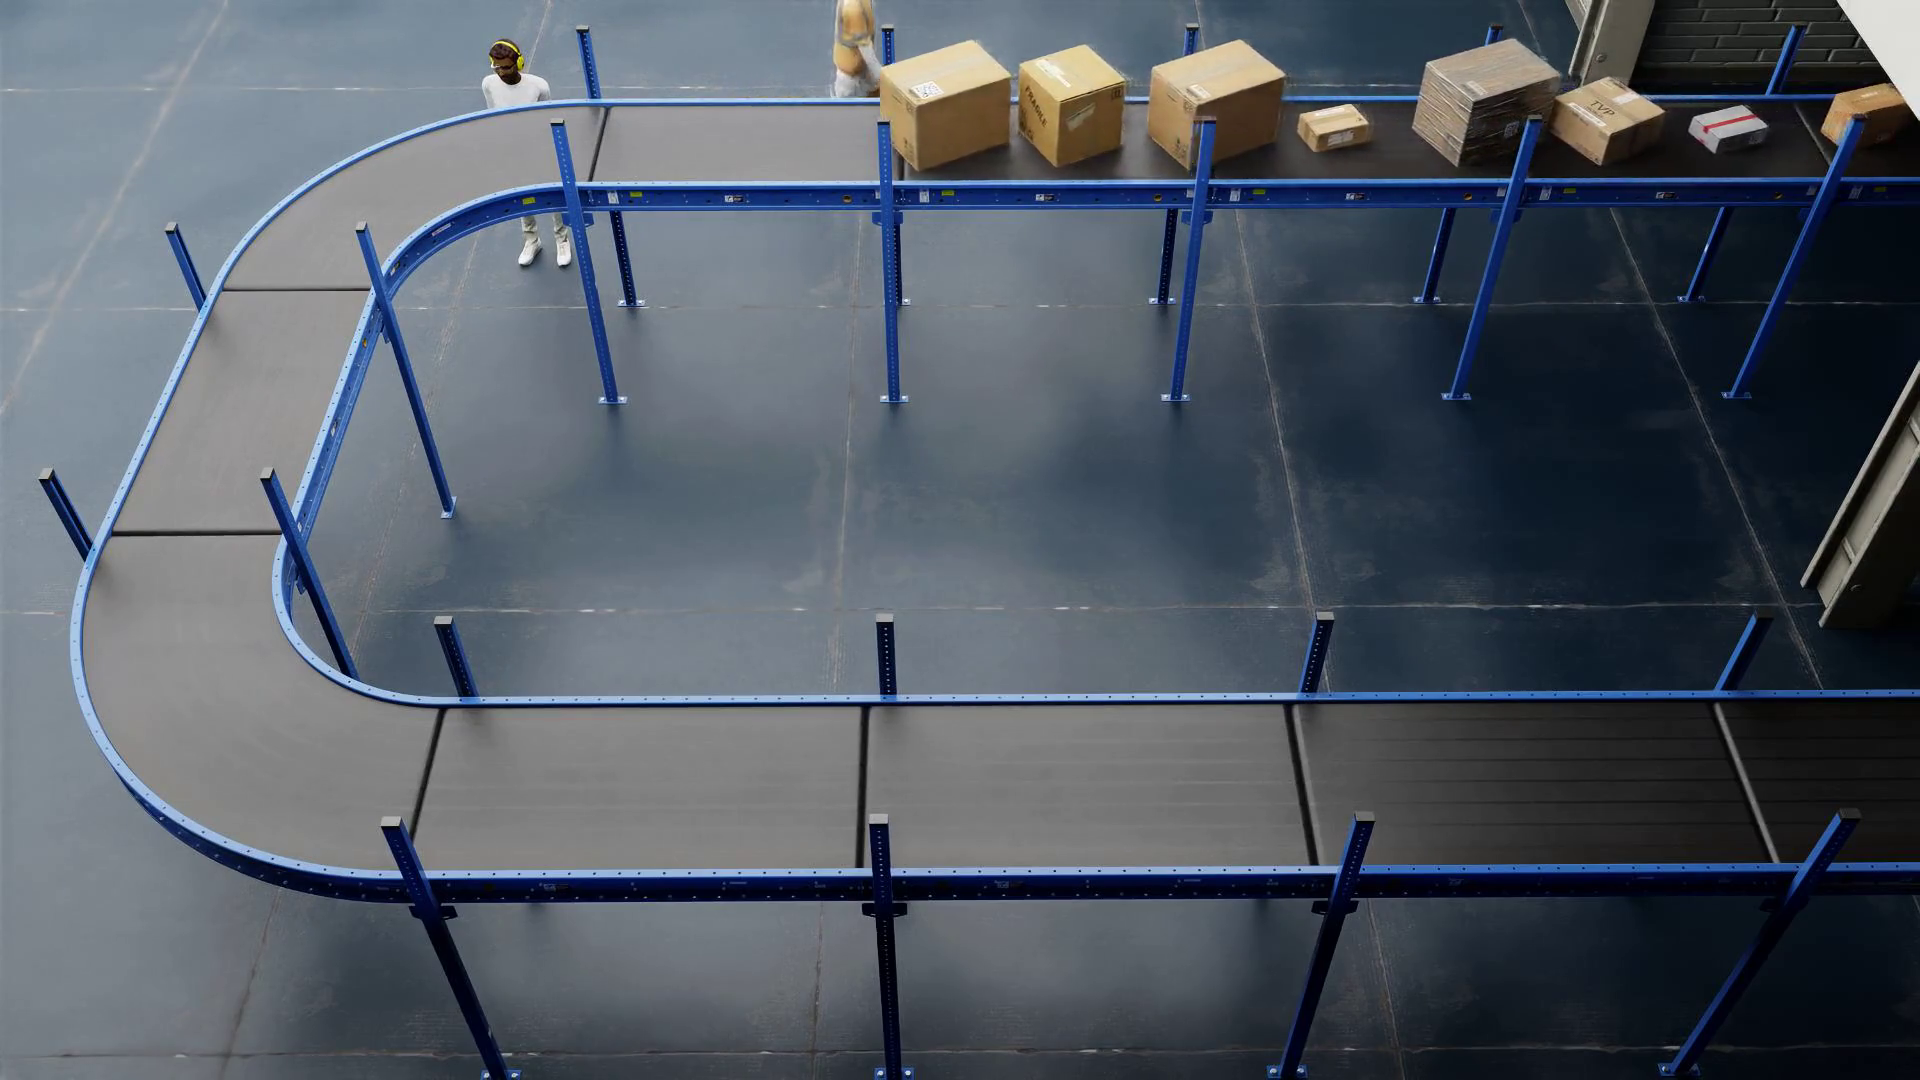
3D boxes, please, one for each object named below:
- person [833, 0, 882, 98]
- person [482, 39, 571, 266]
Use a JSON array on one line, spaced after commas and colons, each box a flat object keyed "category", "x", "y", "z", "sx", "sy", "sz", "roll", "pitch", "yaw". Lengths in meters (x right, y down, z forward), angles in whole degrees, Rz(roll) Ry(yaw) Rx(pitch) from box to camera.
[{"category": "person", "x": -0.710, "y": -3.786, "z": 13.524, "sx": 1.002, "sy": 1.874, "sz": 0.548, "roll": 3, "pitch": 47, "yaw": 3}, {"category": "person", "x": -3.180, "y": -2.840, "z": 12.650, "sx": 0.539, "sy": 1.869, "sz": 0.313, "roll": 2, "pitch": 47, "yaw": 2}]
